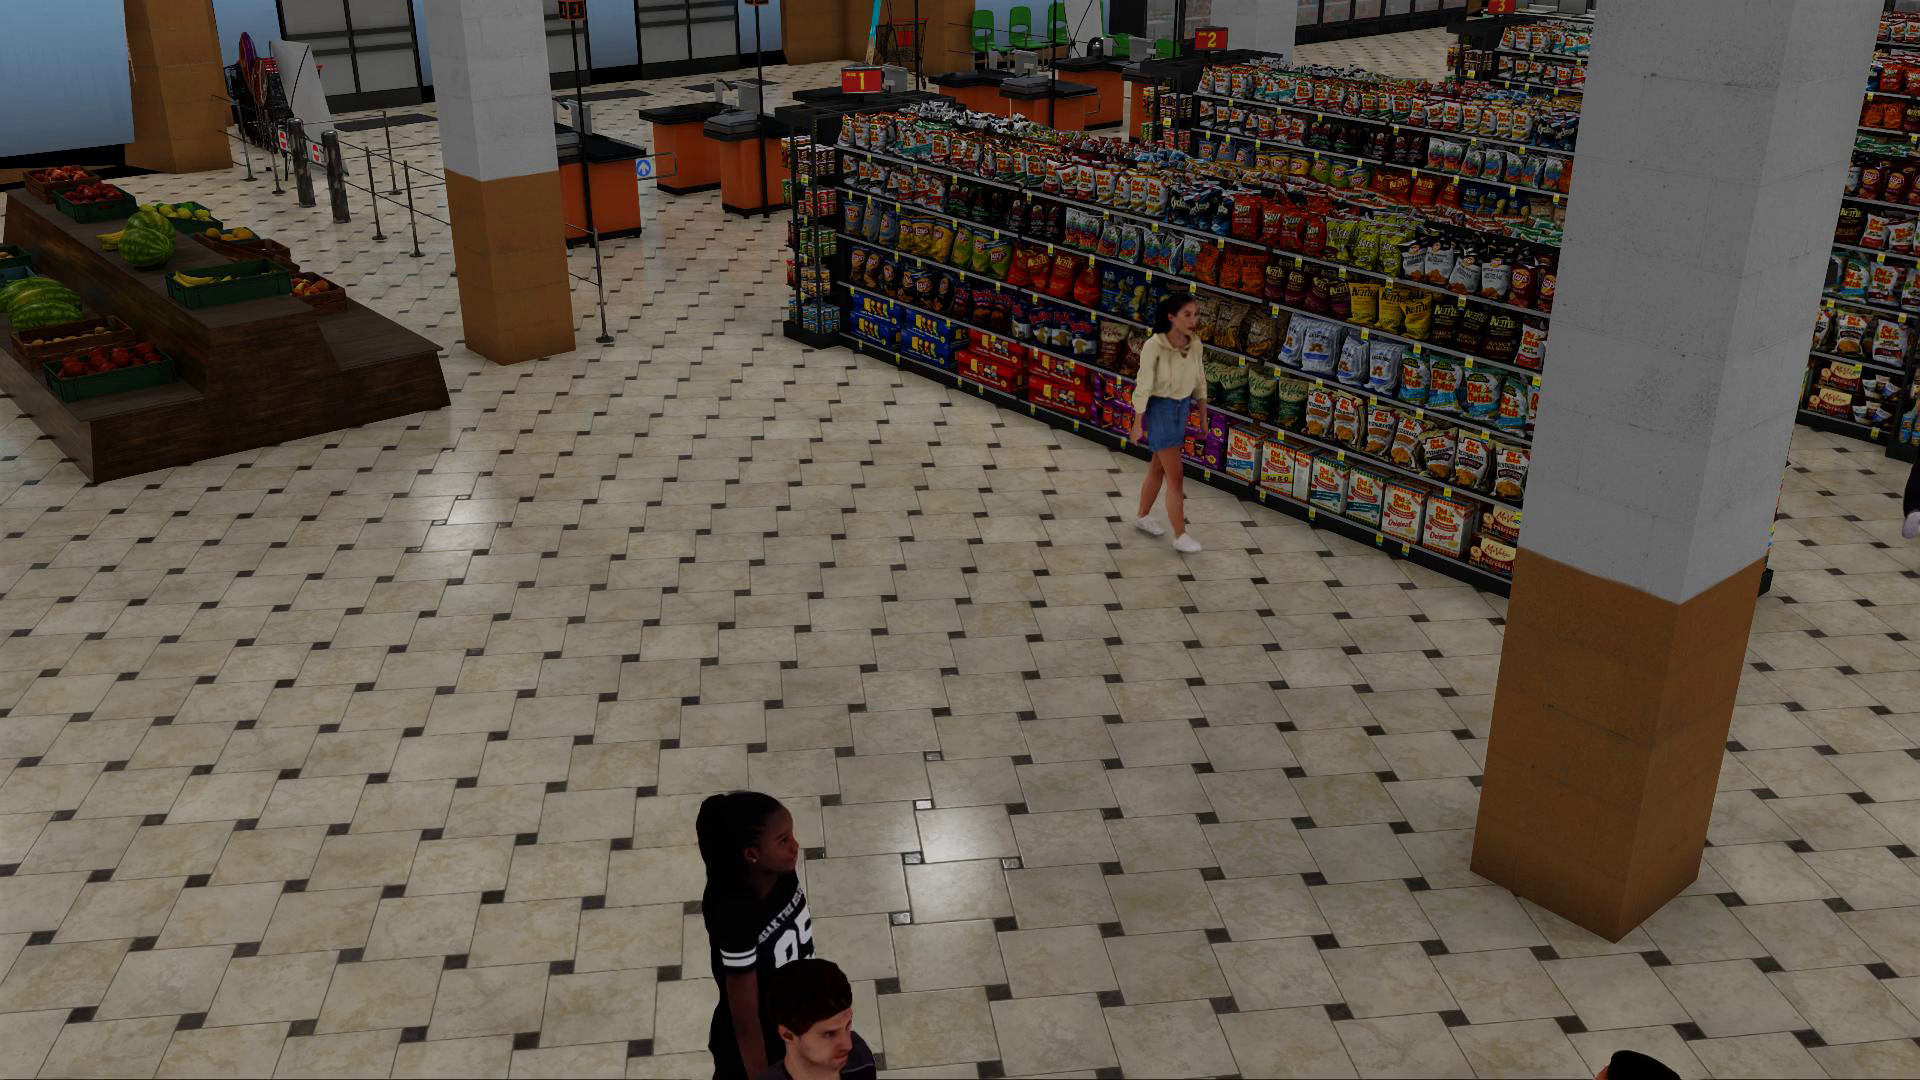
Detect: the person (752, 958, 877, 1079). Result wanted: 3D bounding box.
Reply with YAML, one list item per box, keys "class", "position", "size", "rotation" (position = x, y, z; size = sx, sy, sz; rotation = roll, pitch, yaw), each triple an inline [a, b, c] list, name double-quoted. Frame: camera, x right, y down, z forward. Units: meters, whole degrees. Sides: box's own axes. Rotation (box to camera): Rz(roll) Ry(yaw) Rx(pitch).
- class: "person"
  position: [-0.463, 1.817, 4.256]
  size: [1.194, 1.811, 0.720]
  rotation: [21, 31, 40]

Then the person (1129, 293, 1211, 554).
- class: "person"
  position: [1.240, -0.763, 10.412]
  size: [0.682, 1.603, 0.895]
  rotation: [-17, 29, -33]

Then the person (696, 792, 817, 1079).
- class: "person"
  position: [-0.670, 1.529, 5.076]
  size: [1.268, 1.681, 1.033]
  rotation: [8, 25, 17]
